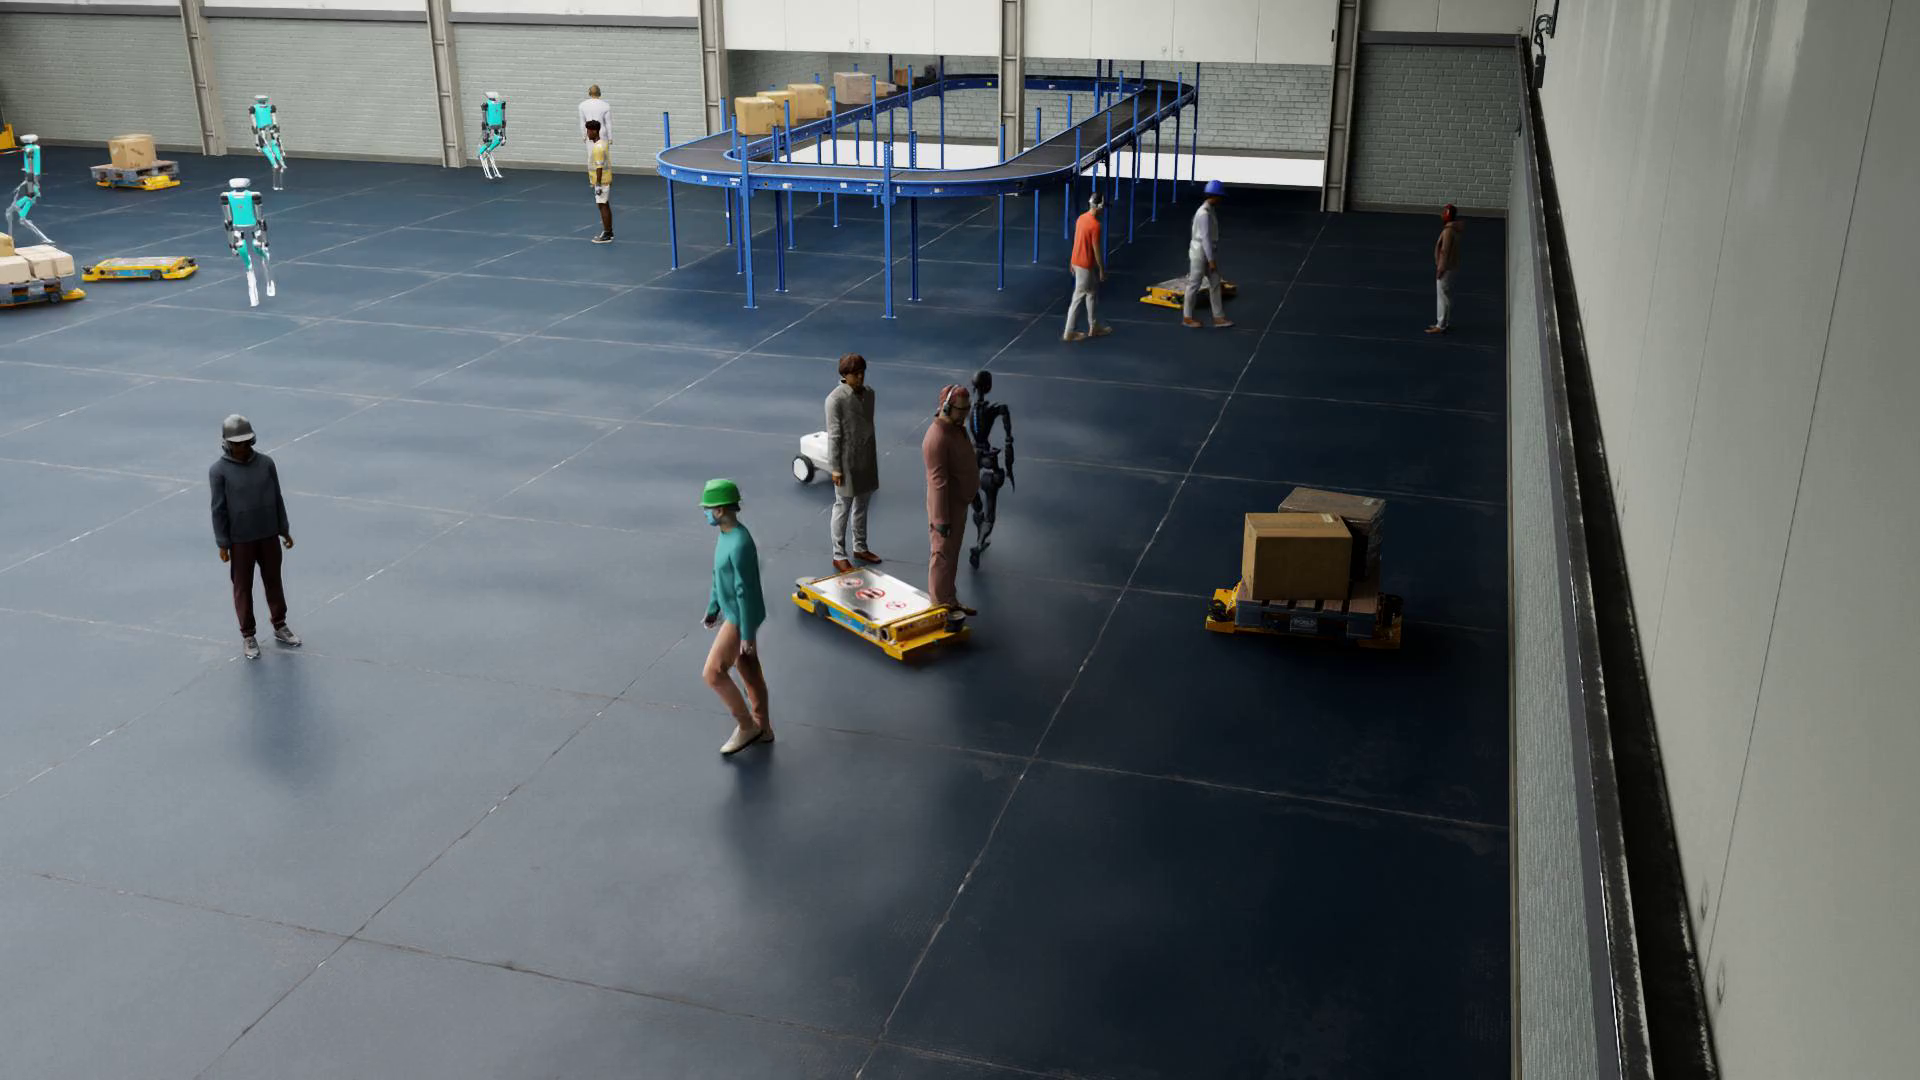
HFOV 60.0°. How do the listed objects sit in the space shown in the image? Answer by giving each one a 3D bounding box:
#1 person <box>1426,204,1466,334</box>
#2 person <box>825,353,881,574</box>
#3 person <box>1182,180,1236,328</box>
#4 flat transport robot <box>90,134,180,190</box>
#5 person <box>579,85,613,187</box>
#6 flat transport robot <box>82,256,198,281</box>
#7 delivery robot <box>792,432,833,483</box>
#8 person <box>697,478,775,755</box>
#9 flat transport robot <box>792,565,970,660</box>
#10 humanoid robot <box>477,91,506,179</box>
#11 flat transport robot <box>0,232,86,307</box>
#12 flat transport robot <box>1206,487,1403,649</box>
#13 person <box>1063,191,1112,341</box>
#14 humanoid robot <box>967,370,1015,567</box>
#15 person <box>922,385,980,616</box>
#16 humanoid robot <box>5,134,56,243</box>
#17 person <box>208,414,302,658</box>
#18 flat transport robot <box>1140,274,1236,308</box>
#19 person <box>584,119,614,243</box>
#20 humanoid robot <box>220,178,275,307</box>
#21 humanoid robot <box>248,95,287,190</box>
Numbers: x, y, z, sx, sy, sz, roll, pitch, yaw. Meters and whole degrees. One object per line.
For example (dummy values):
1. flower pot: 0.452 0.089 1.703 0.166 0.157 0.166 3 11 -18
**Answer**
1. person: 6.210 -3.455 21.224 0.327 1.647 0.471 11 24 26
2. person: -0.866 -0.640 13.668 0.361 1.830 0.515 18 28 39
3. person: 3.236 -3.643 21.345 0.785 1.913 0.625 10 23 25
4. flat transport robot: -15.936 -6.968 32.250 1.431 0.231 0.659 8 22 20
5. person: -6.990 -7.776 32.049 0.620 1.932 0.369 0 21 0
6. flat transport robot: -12.104 -4.003 24.559 1.431 0.231 0.659 -2 21 -6
7. delivery robot: -1.201 -0.783 15.833 0.809 0.611 0.499 20 28 41
8. person: -1.450 0.500 10.699 0.526 1.843 0.519 -4 22 -11
9. flat transport robot: -0.626 0.537 12.785 0.659 0.231 1.431 -17 27 -36
10. humanoid robot: -9.210 -7.920 32.500 0.735 1.671 0.533 17 27 37
11. flat transport robot: -12.908 -3.367 22.910 1.431 0.231 0.659 -19 28 -40
12. flat transport robot: 2.643 0.559 12.728 1.431 0.231 0.659 6 22 14
13. person: 1.673 -3.421 20.819 0.801 1.871 0.501 -7 22 -17
14. humanoid robot: 0.139 -0.614 13.856 0.601 1.632 0.693 7 22 17
15. person: -0.054 -0.244 12.546 0.409 1.902 0.636 5 22 12
16. humanoid robot: -15.169 -5.597 26.704 0.948 1.780 0.534 -4 21 -11
17. person: -5.177 -0.050 12.159 0.535 1.813 0.369 -19 28 -40
18. flat transport robot: 3.187 -3.466 23.167 0.659 0.231 1.431 17 27 37
19. person: -5.814 -5.800 26.879 0.371 1.958 0.601 -2 21 -5
20. humanoid robot: -9.742 -4.149 22.934 0.535 1.767 0.981 -4 21 -9
21. humanoid robot: -13.113 -7.531 31.747 0.684 1.844 0.549 17 27 37
